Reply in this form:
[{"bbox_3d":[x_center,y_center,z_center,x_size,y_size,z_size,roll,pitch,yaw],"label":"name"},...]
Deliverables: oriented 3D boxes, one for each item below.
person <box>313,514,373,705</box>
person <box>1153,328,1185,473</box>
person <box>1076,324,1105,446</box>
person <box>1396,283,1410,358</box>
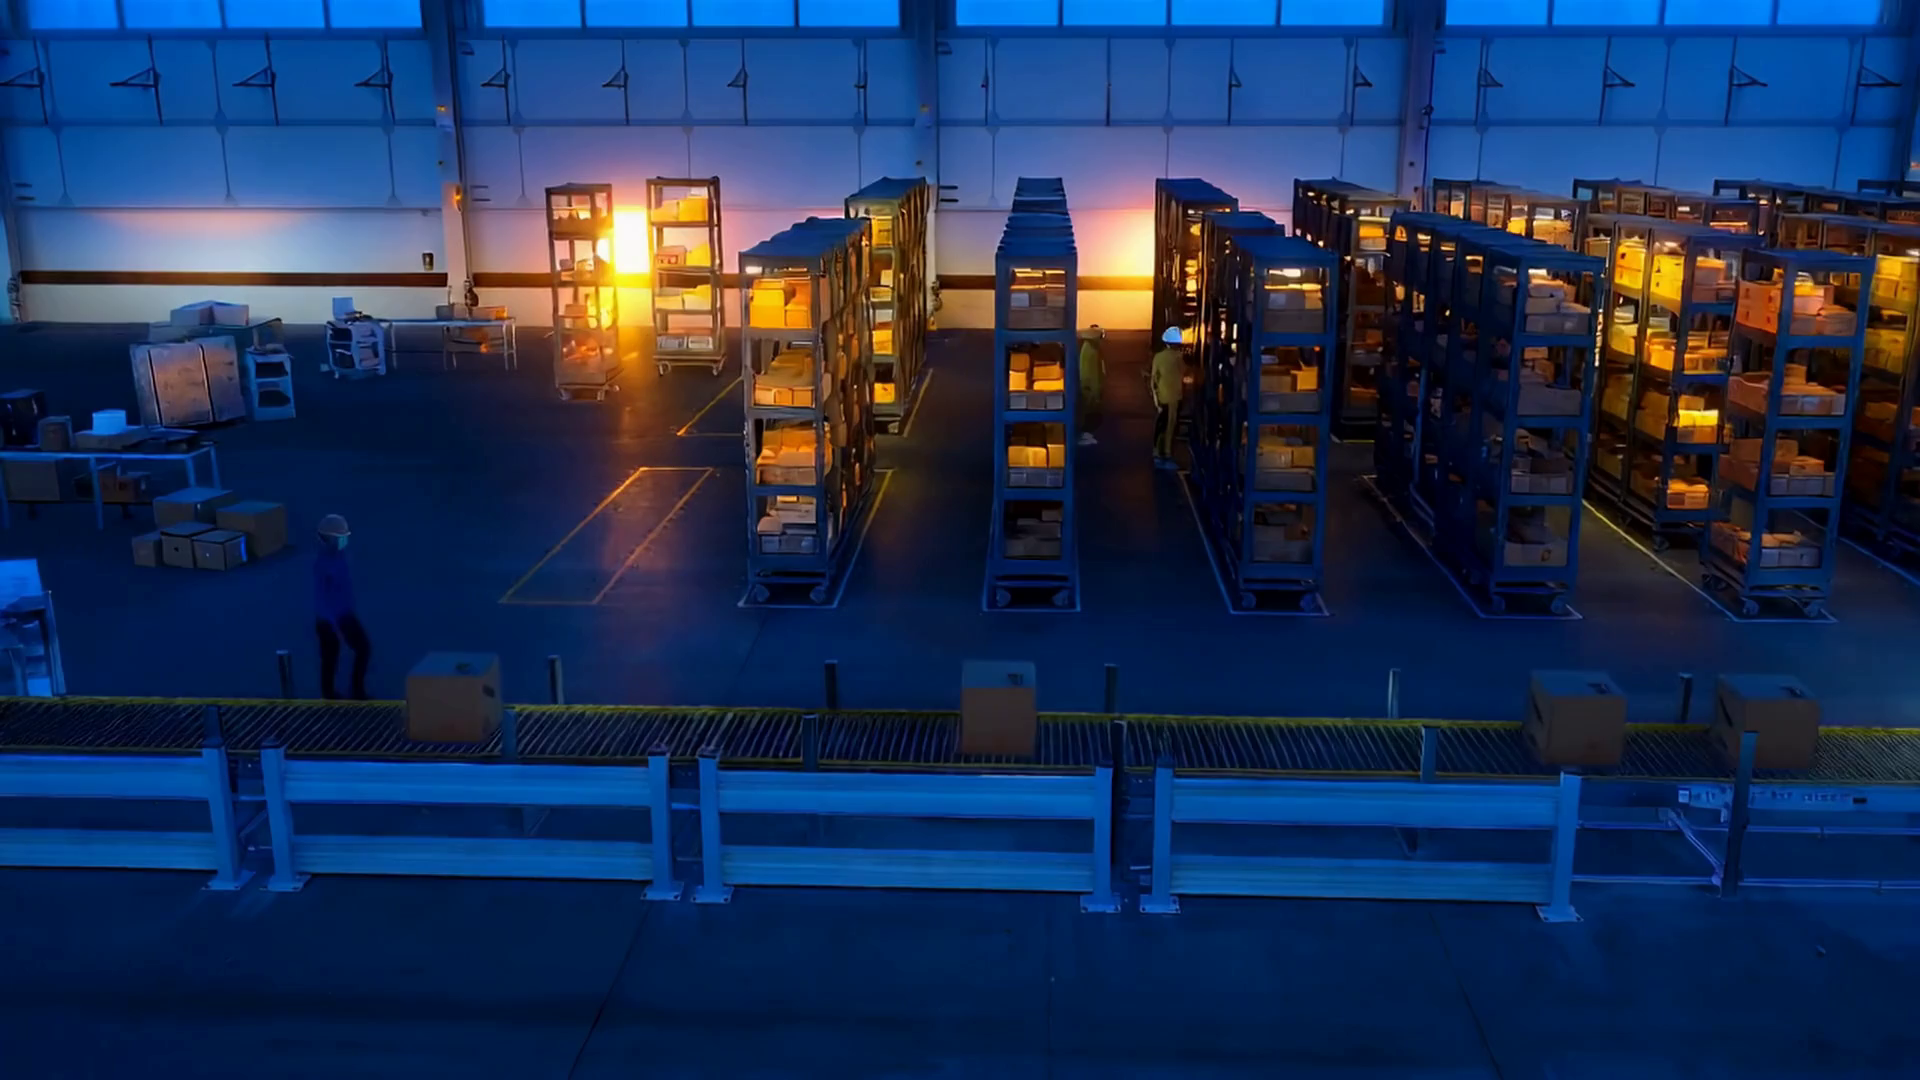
[{"bbox_3d":[-5.154,0.641,13.857,0.550,1.750,0.536,2,15,9],"label":"person"},{"bbox_3d":[2.893,-1.940,22.964,0.386,1.992,0.609,12,19,39],"label":"person"},{"bbox_3d":[1.935,-2.290,24.597,0.458,1.812,0.620,0,15,1],"label":"person"},{"bbox_3d":[8.743,-4.488,32.729,0.454,1.827,0.590,1,15,5],"label":"person"}]
